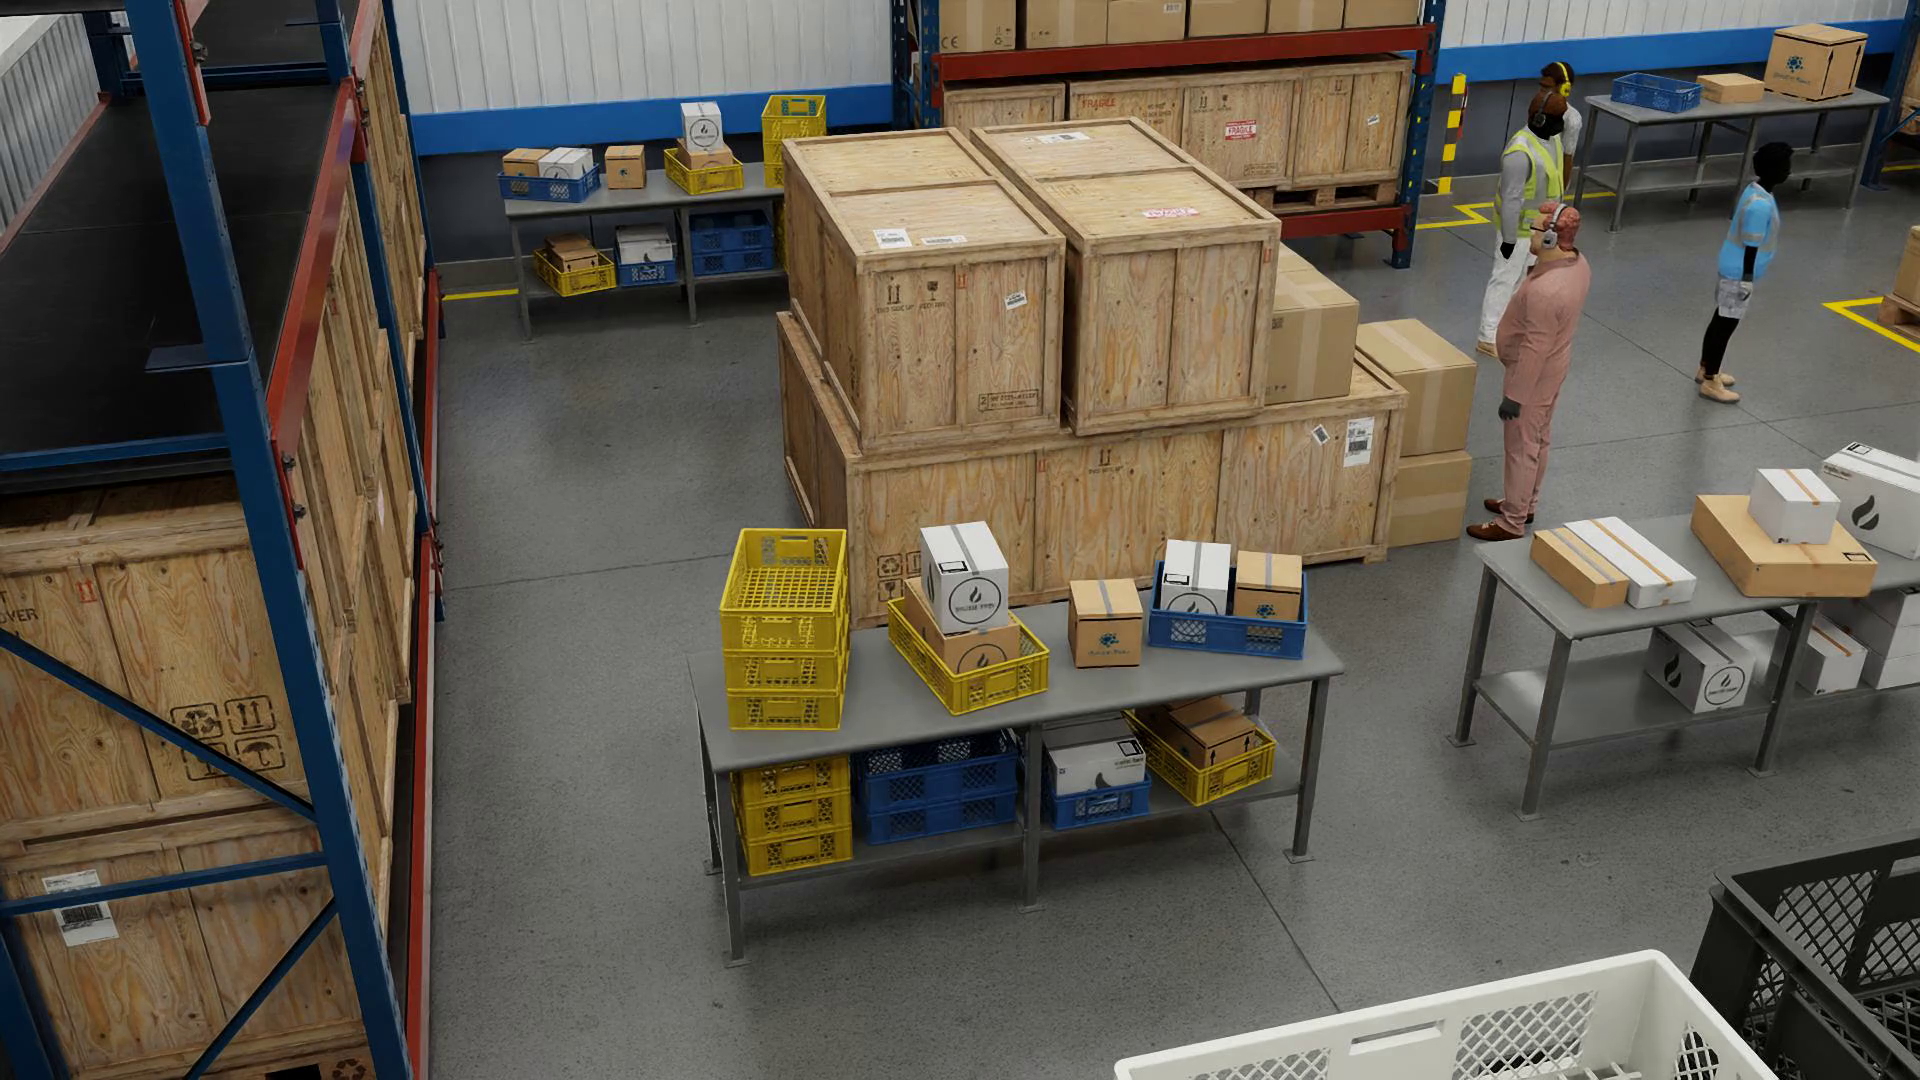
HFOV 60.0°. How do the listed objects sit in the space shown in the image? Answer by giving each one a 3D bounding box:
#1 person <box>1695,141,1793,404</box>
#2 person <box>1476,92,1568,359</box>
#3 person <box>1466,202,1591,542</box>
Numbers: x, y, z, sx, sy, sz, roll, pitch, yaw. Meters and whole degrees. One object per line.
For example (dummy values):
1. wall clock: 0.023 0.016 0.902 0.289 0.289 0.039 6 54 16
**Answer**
1. person: 5.079 -1.746 10.787 0.322 1.696 0.536 10 30 17
2. person: 3.868 -2.148 11.385 0.431 1.836 0.619 21 35 33
3. person: 3.089 -0.898 9.034 0.407 1.910 0.638 17 33 28
